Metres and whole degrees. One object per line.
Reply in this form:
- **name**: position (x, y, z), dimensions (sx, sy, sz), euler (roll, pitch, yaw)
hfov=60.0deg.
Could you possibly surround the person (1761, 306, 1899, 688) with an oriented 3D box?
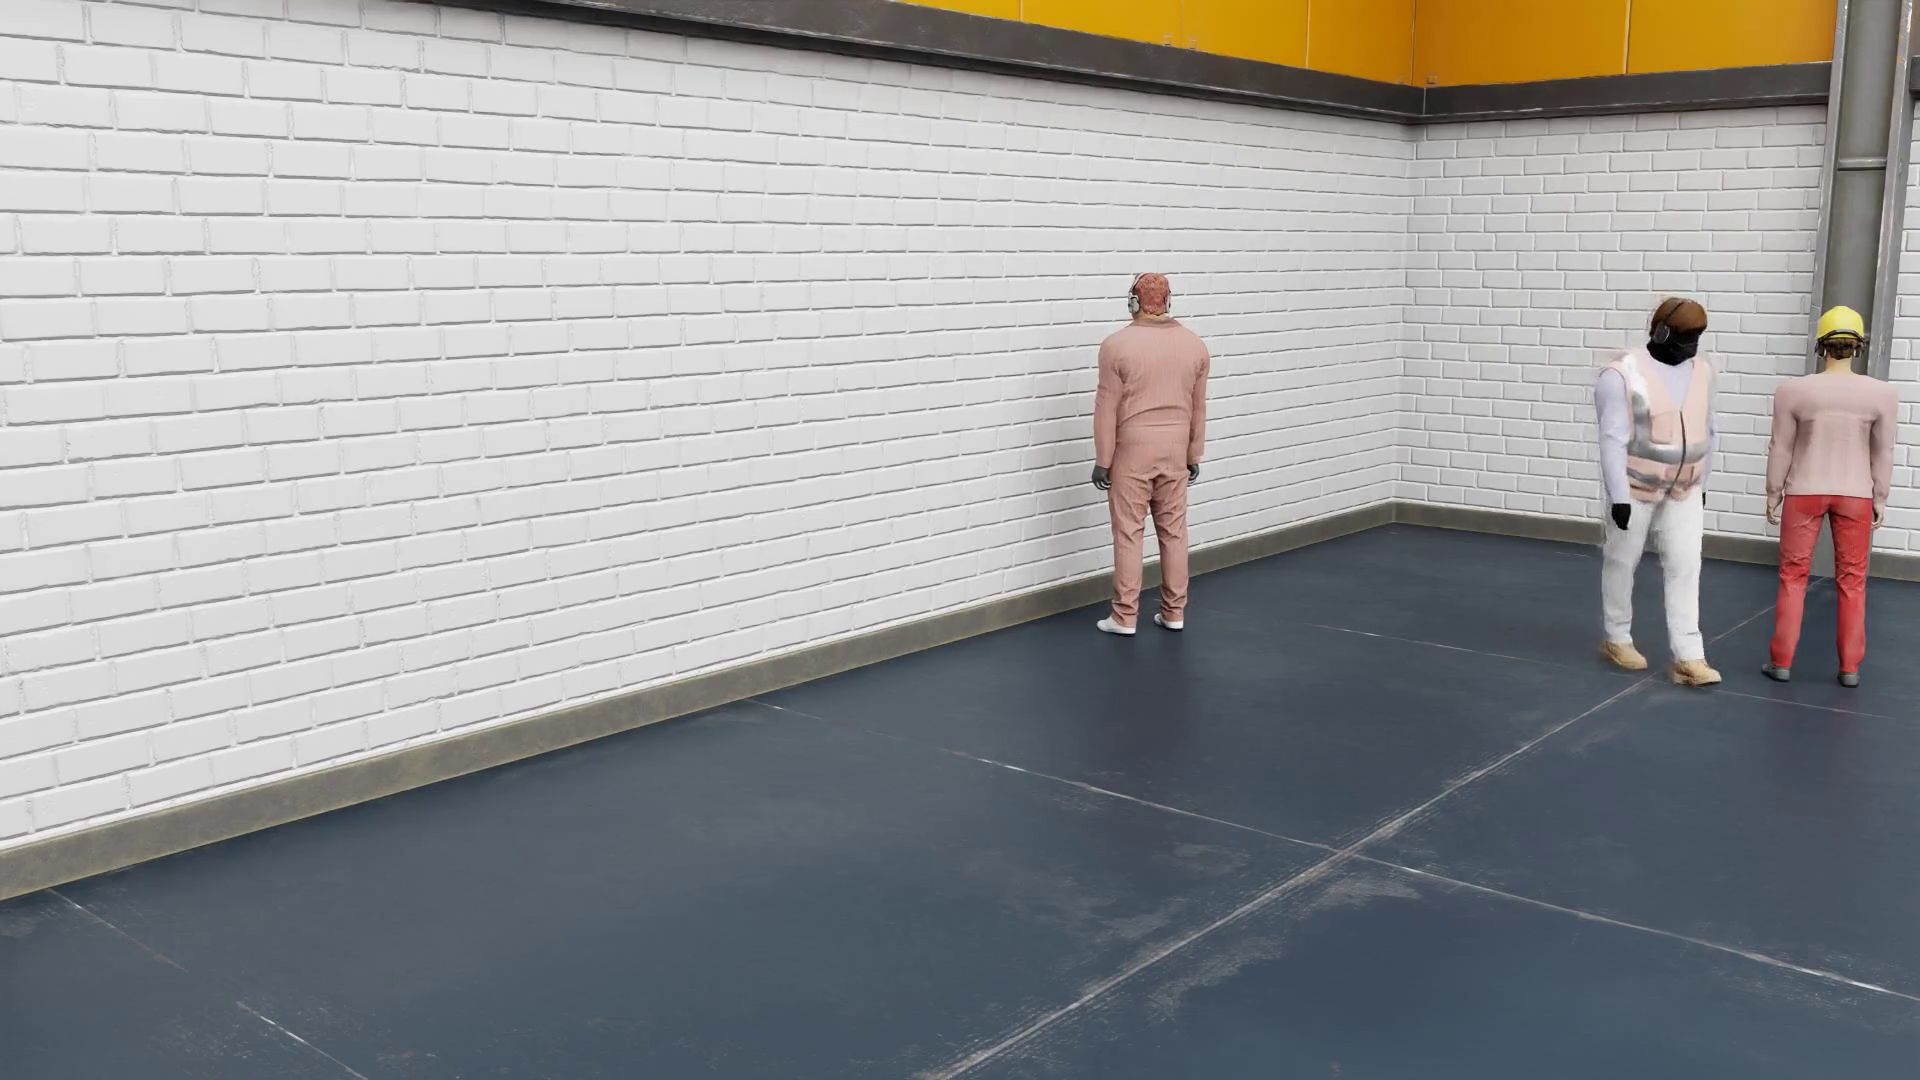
- **person**: position (4.026, -0.199, 7.729), dimensions (0.522, 1.758, 0.349), euler (4, 11, 21)

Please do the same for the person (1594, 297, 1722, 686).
- **person**: position (3.278, -0.221, 7.736), dimensions (0.645, 1.791, 0.866), euler (-1, 10, -7)

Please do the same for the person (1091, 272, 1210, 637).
- **person**: position (0.980, -0.445, 8.728), dimensions (0.642, 1.903, 0.402), euler (-4, 11, -23)
